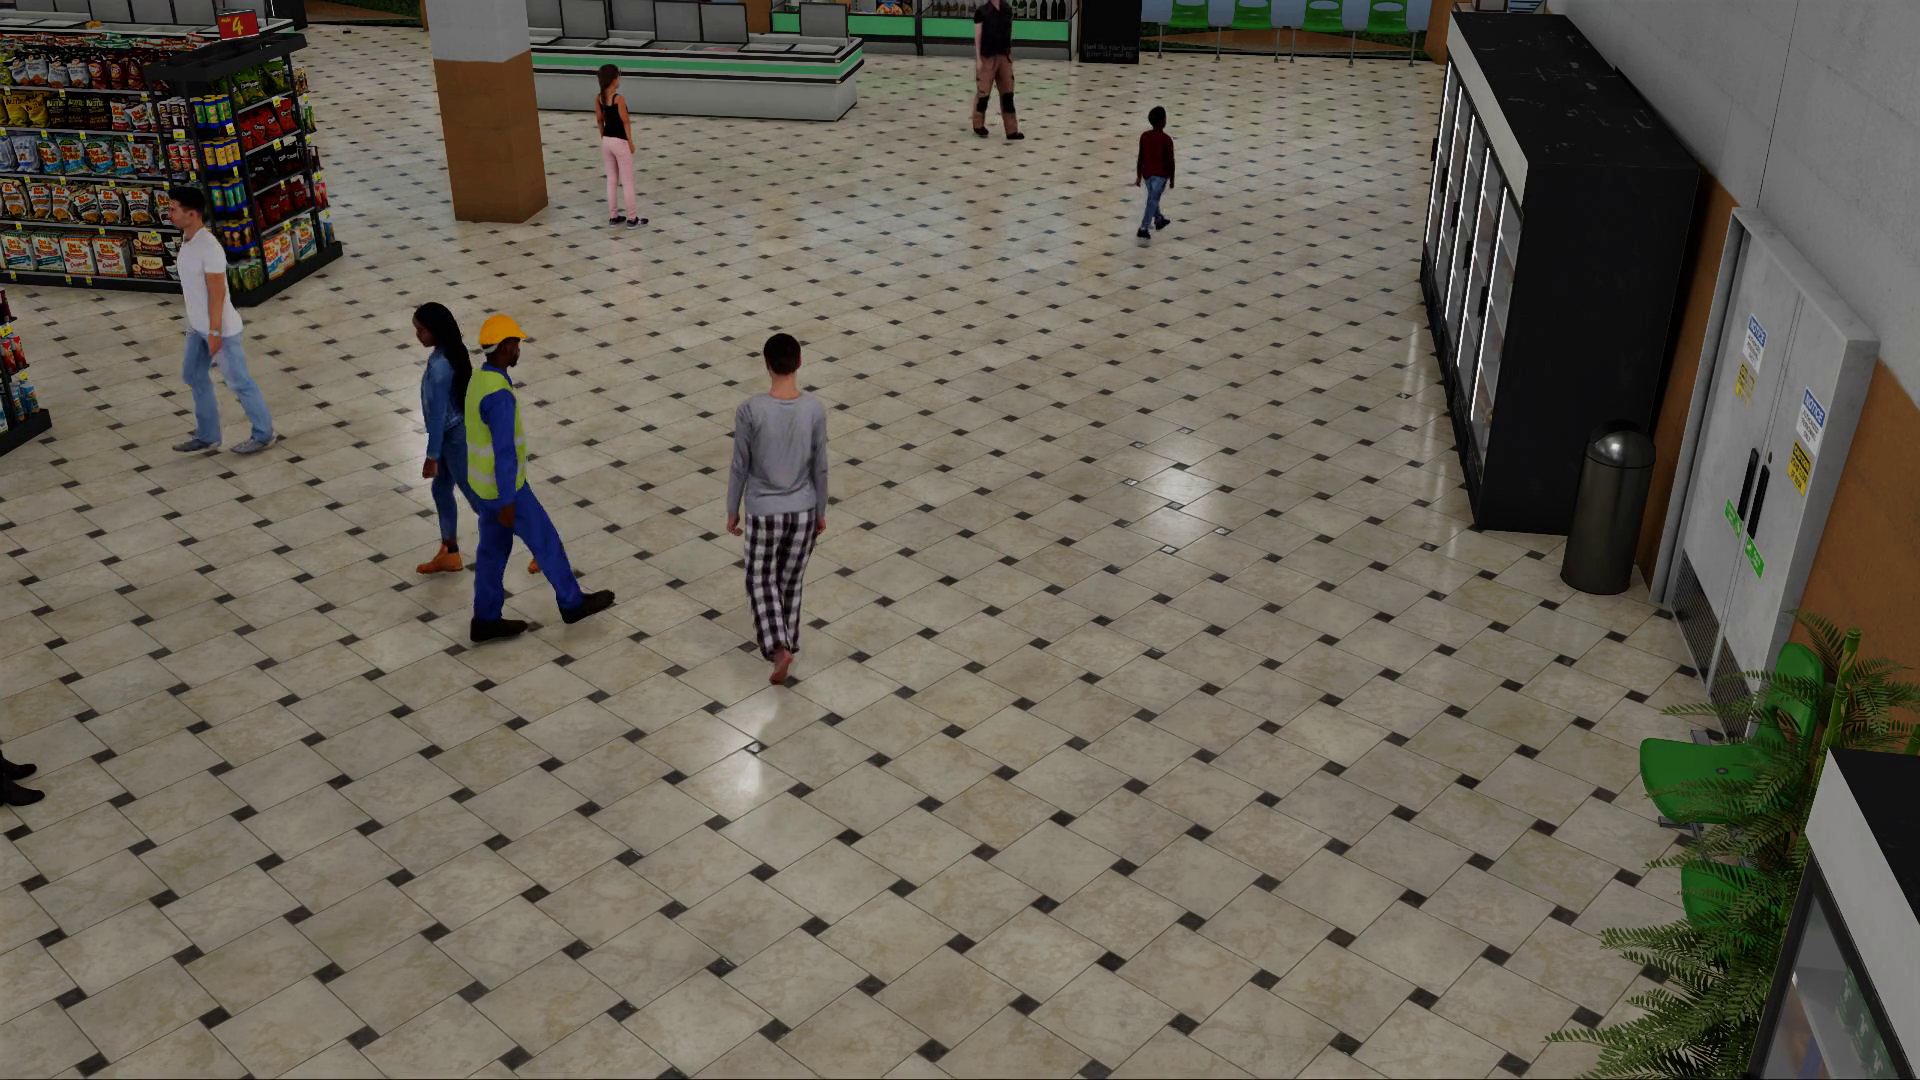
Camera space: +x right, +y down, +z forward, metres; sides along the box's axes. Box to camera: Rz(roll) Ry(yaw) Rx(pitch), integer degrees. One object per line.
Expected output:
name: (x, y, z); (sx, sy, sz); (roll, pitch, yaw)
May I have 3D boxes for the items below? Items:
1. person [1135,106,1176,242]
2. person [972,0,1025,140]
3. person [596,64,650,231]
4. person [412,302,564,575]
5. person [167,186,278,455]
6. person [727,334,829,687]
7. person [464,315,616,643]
person: (1.805, -3.409, 15.598); (0.893, 1.231, 0.836); (20, 33, 34)
person: (0.341, -5.566, 19.213); (1.089, 1.809, 1.114); (-15, 30, -26)
person: (-3.291, -3.776, 15.952); (0.538, 1.566, 0.648); (13, 30, 24)
person: (-2.739, -0.518, 9.396); (1.165, 1.685, 0.871); (-4, 27, -8)
person: (-4.865, -1.448, 11.055); (1.016, 1.843, 0.969); (-21, 34, -35)
person: (-0.894, -0.104, 8.429); (0.991, 1.821, 0.971); (-9, 28, -16)
person: (-2.507, -0.274, 8.813); (1.169, 1.776, 1.085); (-13, 29, -23)
